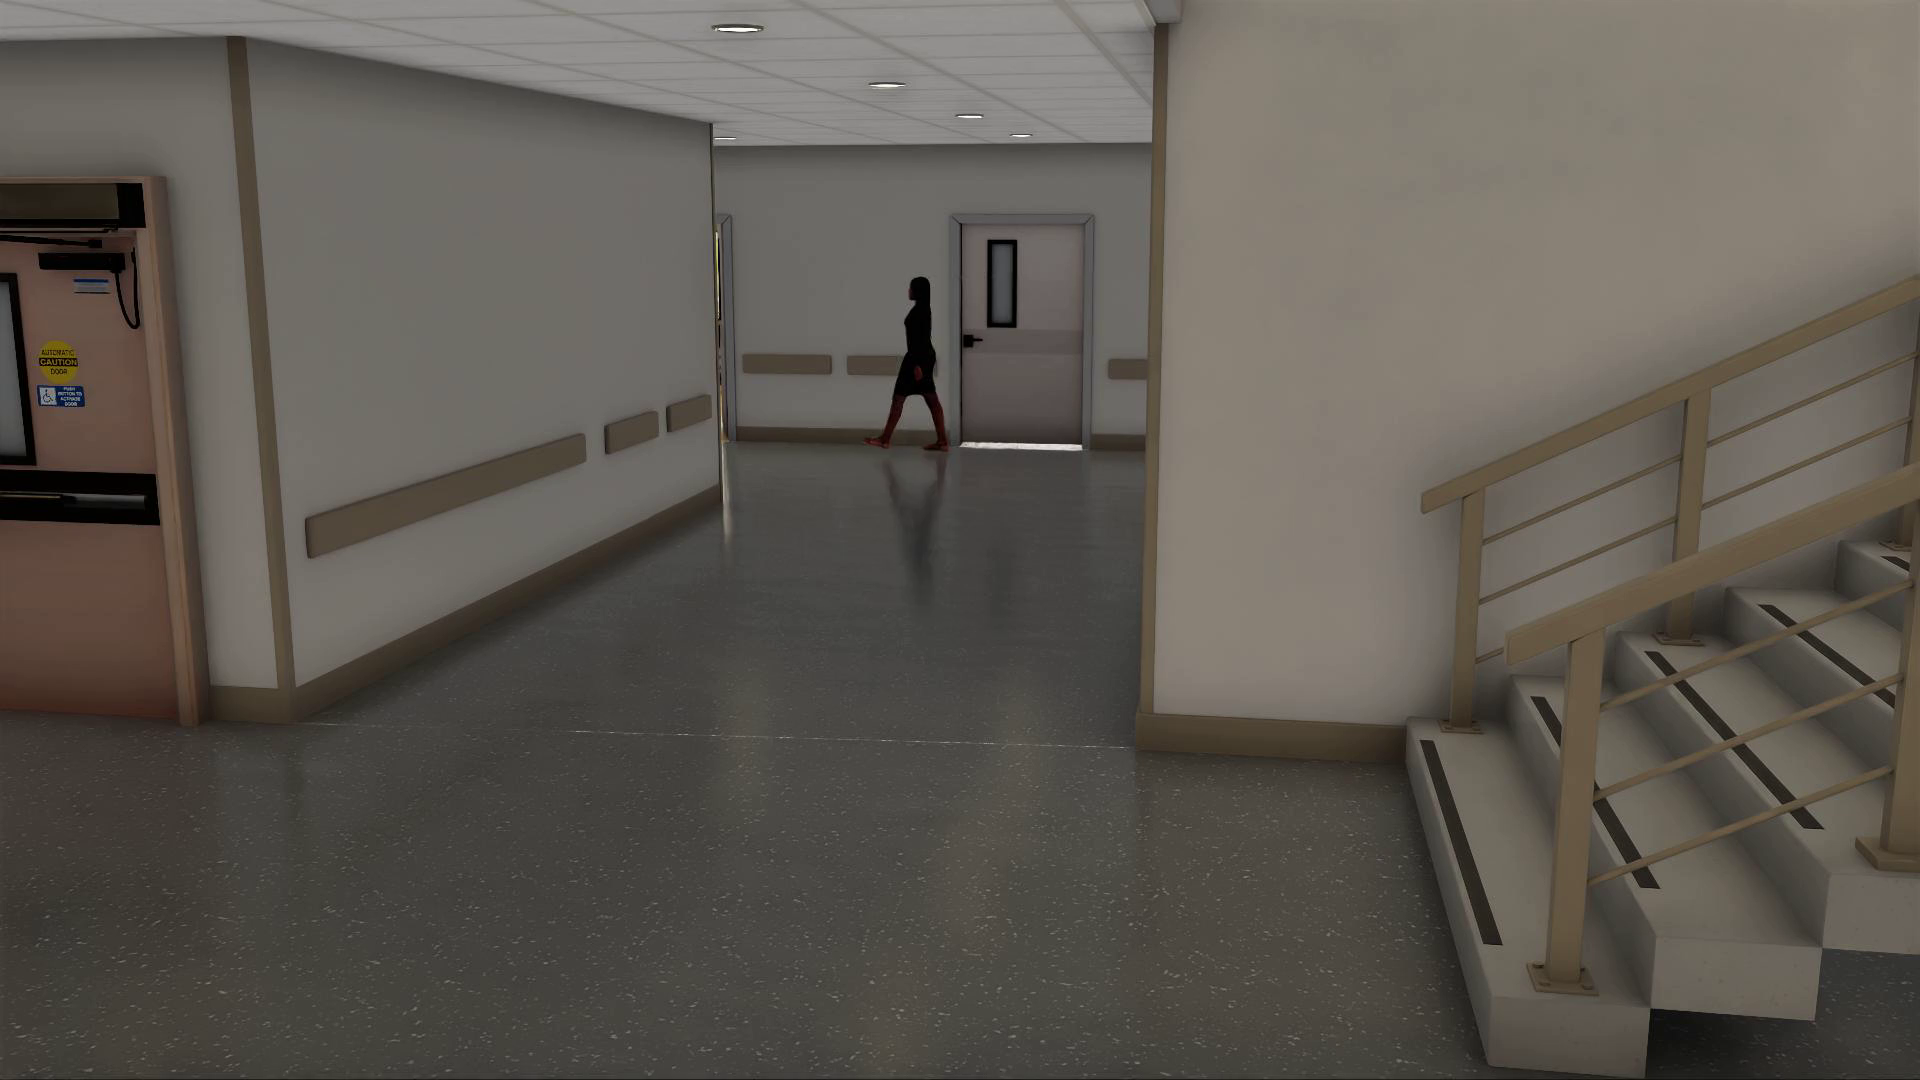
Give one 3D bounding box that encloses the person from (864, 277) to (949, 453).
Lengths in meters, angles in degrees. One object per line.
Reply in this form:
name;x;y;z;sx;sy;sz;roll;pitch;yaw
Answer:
person;-0.307;-1.665;16.105;1.060;1.686;0.665;3;11;14
